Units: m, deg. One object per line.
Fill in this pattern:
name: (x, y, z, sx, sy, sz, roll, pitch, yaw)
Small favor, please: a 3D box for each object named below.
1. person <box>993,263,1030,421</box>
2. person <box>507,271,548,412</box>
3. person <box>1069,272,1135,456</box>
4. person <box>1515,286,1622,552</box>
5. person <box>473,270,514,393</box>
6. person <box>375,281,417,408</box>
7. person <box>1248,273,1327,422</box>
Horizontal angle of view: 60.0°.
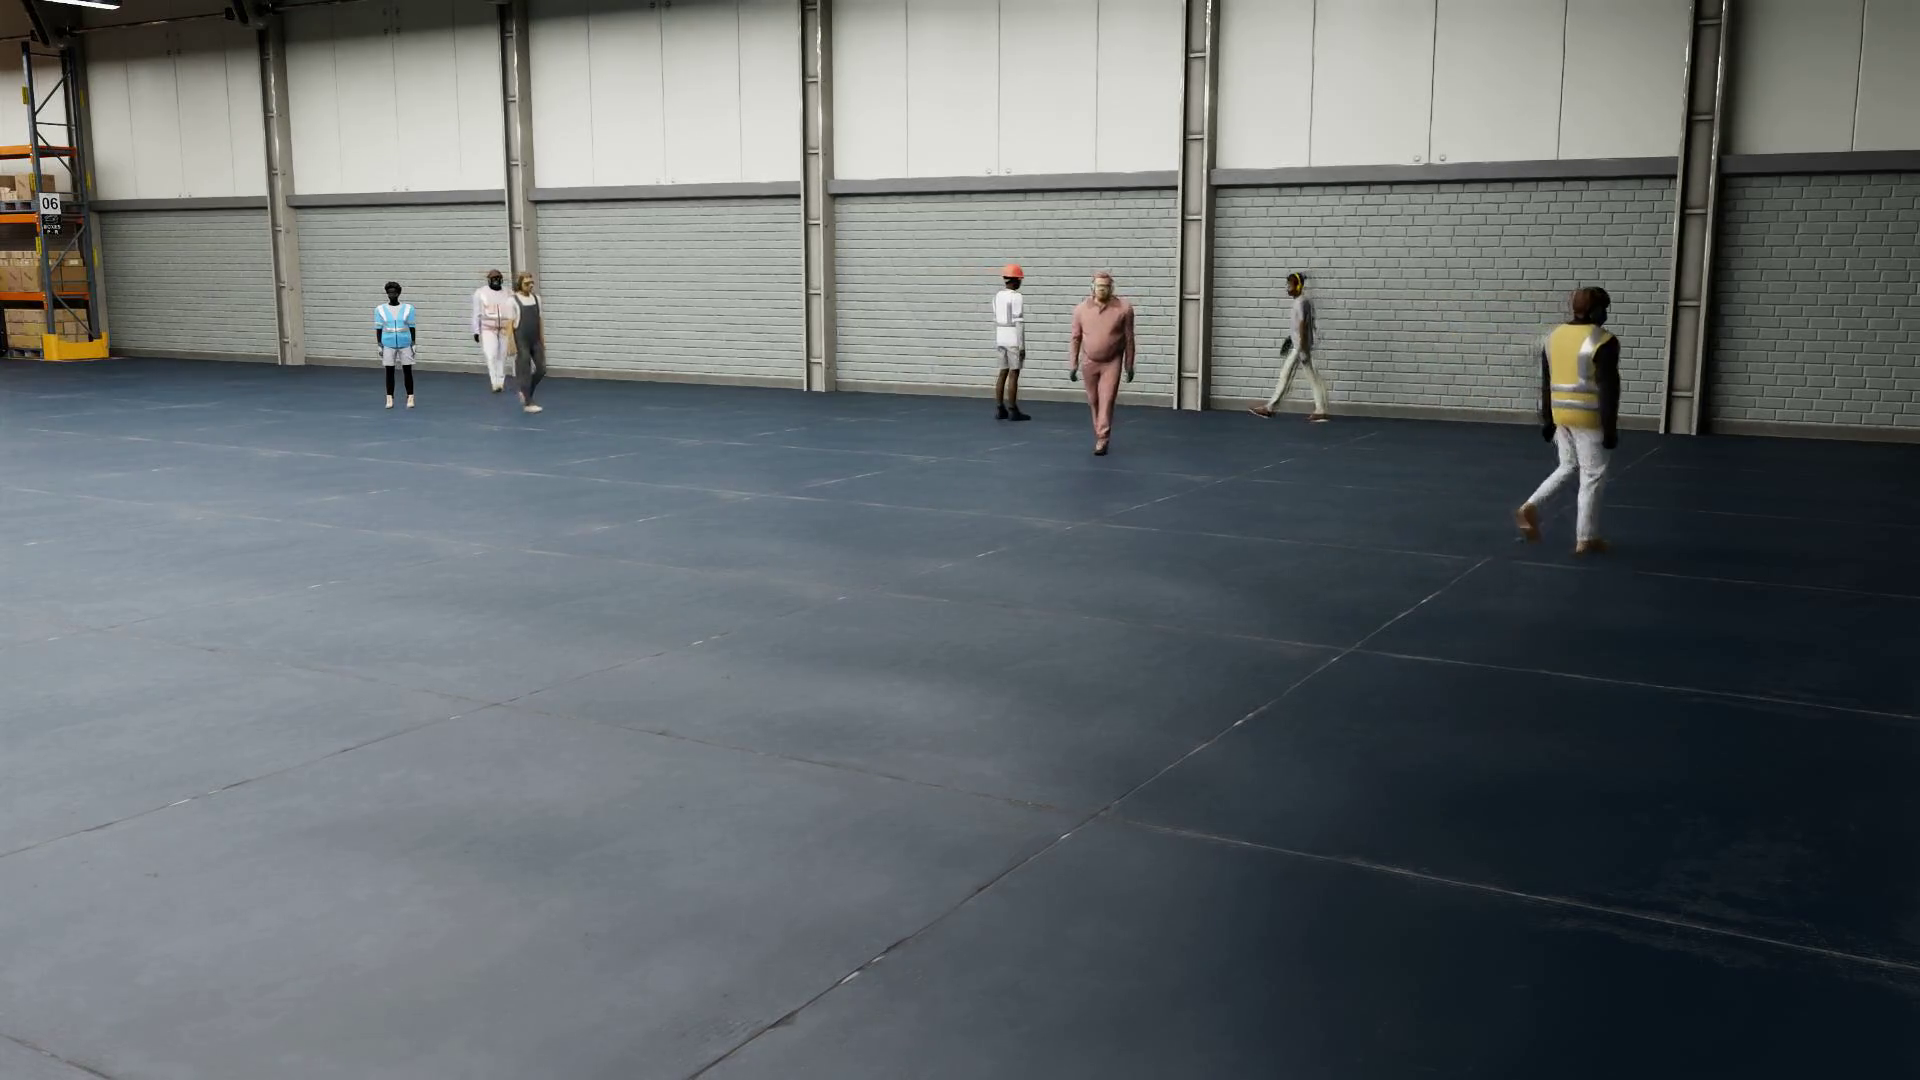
person: (0.642, -2.438, 20.514, 0.371, 1.934, 0.551, -6, 12, -33)
person: (-5.610, -2.565, 21.564, 0.434, 1.832, 0.550, 8, 13, 39)
person: (1.473, -1.841, 17.241, 0.662, 1.869, 0.978, 3, 10, 16)
person: (4.181, -0.805, 11.292, 0.604, 1.826, 0.631, -3, 10, -20)
person: (-6.821, -3.077, 24.619, 0.660, 1.806, 0.874, -5, 11, -27)
person: (-7.494, -2.588, 22.123, 0.530, 1.689, 0.321, -3, 10, -17)
person: (4.072, -2.351, 20.378, 0.991, 1.805, 0.560, 4, 11, 23)
